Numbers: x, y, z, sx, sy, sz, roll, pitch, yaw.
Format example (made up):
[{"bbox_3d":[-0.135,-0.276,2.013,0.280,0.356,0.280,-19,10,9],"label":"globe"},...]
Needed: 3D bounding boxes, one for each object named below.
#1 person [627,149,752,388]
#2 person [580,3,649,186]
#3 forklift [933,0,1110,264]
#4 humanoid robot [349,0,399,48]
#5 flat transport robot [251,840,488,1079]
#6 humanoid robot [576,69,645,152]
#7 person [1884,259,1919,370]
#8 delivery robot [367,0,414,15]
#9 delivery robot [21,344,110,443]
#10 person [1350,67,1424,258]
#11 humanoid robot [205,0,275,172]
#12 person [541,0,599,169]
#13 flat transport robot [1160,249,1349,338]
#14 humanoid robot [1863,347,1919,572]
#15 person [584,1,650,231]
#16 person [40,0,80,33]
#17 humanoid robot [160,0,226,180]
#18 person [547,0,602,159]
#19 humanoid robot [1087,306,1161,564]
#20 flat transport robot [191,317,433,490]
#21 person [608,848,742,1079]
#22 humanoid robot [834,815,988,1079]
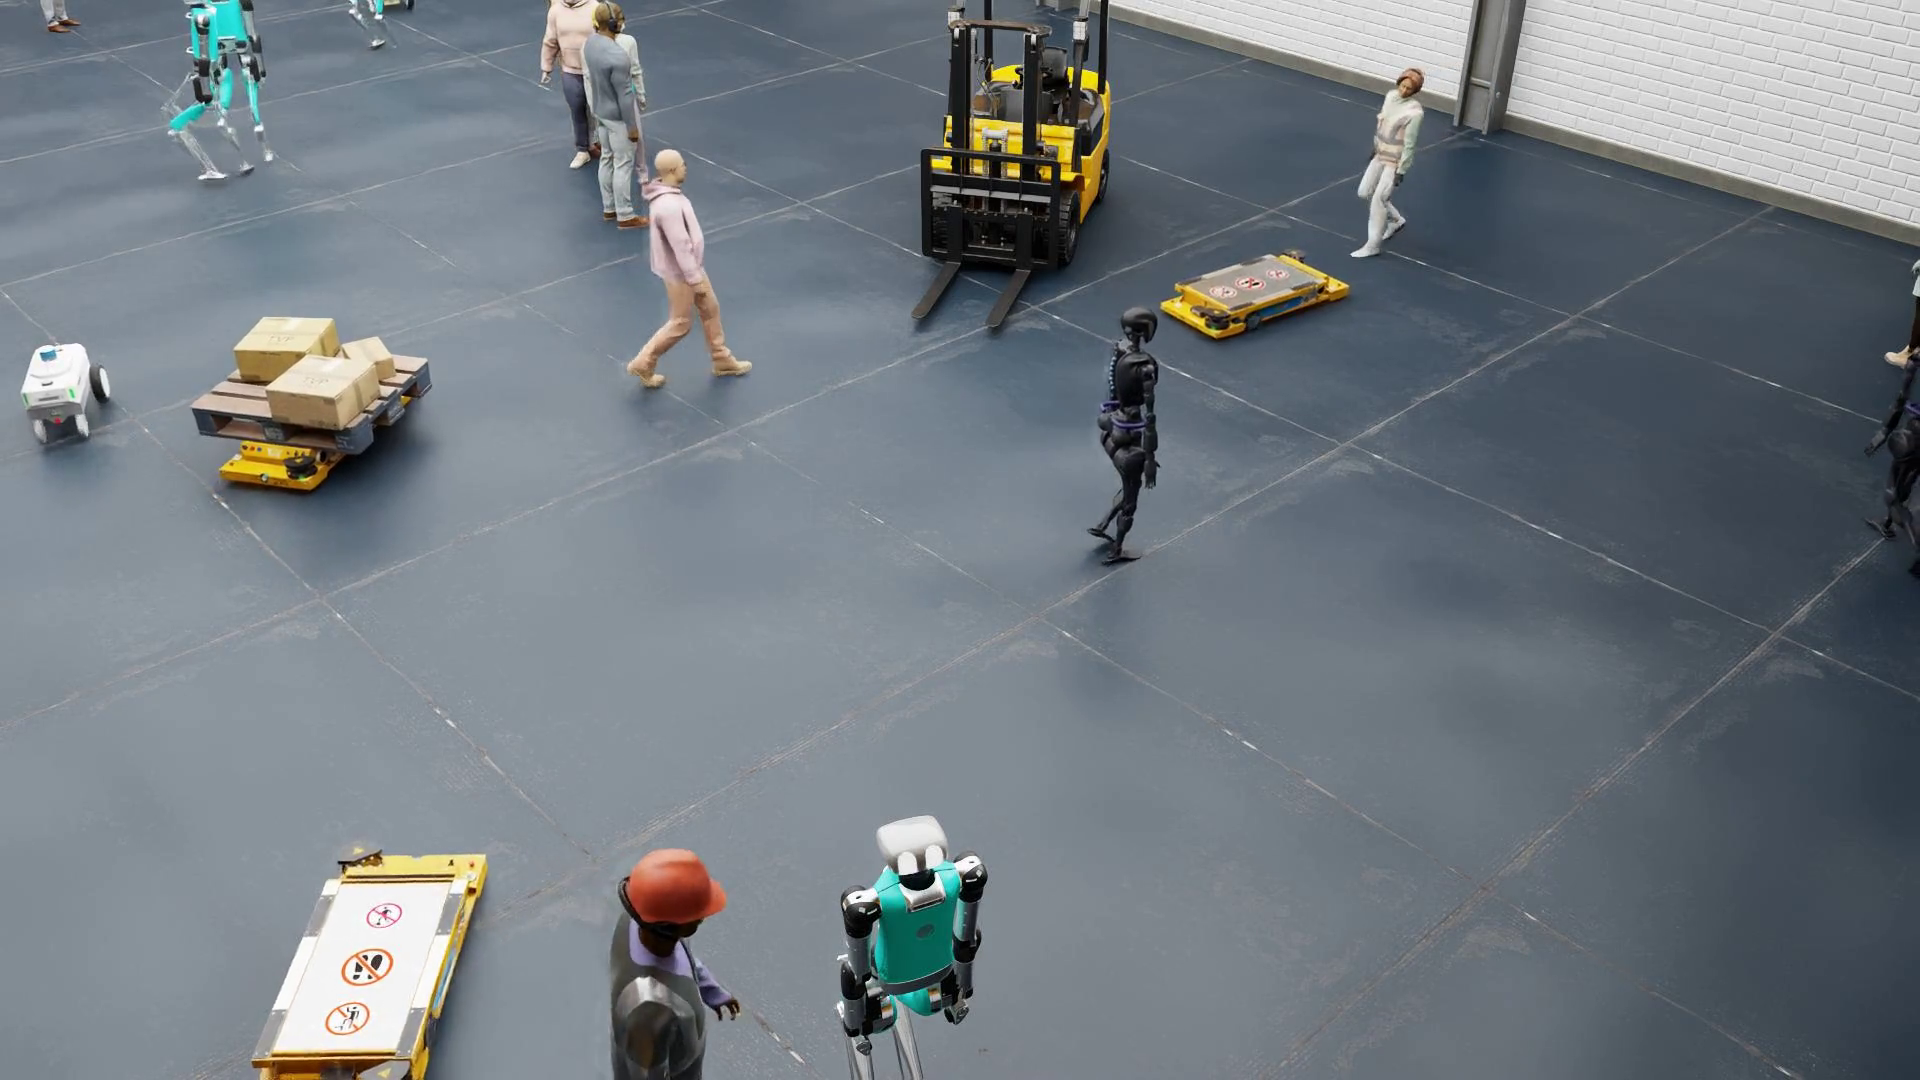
[{"bbox_3d":[-1.984,-1.898,11.735,0.844,1.741,0.525,-3,33,-4],"label":"person"},{"bbox_3d":[-3.070,-3.920,14.839,0.534,1.751,0.344,-18,37,-25],"label":"person"},{"bbox_3d":[0.570,-3.725,14.138,1.214,2.155,2.313,9,34,13],"label":"forklift"},{"bbox_3d":[-6.641,-6.307,18.536,0.548,1.822,0.665,6,34,9],"label":"humanoid robot"},{"bbox_3d":[-2.559,1.882,7.280,0.659,0.231,1.431,-1,33,-1],"label":"flat transport robot"},{"bbox_3d":[-3.374,-4.570,15.859,0.884,1.772,0.546,-19,37,-26],"label":"humanoid robot"},{"bbox_3d":[7.120,-2.033,11.986,0.538,1.695,0.319,-10,34,-15],"label":"person"},{"bbox_3d":[-7.040,-6.770,20.302,0.499,0.578,0.764,-19,38,-26],"label":"delivery robot"},{"bbox_3d":[-6.259,-1.067,11.559,0.499,0.604,0.806,-10,34,-15],"label":"delivery robot"},{"bbox_3d":[3.540,-3.115,13.724,0.468,1.606,0.542,-8,34,-12],"label":"person"},{"bbox_3d":[-6.724,-4.267,15.397,0.530,1.780,0.844,-6,34,-10],"label":"humanoid robot"},{"bbox_3d":[-3.483,-4.380,15.450,0.823,1.859,0.430,4,33,6],"label":"person"},{"bbox_3d":[2.347,-1.956,13.179,1.431,0.231,0.659,-21,38,-29],"label":"flat transport robot"},{"bbox_3d":[5.794,-0.636,9.871,0.602,1.631,0.642,-7,34,-10],"label":"humanoid robot"},{"bbox_3d":[-2.938,-3.613,14.206,0.362,1.933,0.629,-22,39,-30],"label":"person"},{"bbox_3d":[-10.632,-6.746,19.270,0.312,1.651,0.470,2,33,3],"label":"person"},{"bbox_3d":[-6.986,-4.078,15.096,0.773,1.775,0.535,-10,34,-15],"label":"humanoid robot"},{"bbox_3d":[-3.590,-4.569,15.726,0.476,1.872,0.577,6,33,9],"label":"person"},{"bbox_3d":[1.003,-0.611,9.817,0.338,1.644,0.596,-10,34,-15],"label":"humanoid robot"},{"bbox_3d":[-4.379,-0.802,11.407,0.659,0.231,1.431,7,34,11],"label":"flat transport robot"},{"bbox_3d":[-0.922,1.821,5.806,1.076,1.978,0.629,-9,34,-14],"label":"person"},{"bbox_3d":[-0.262,1.586,6.267,0.533,1.677,0.735,-14,36,-20],"label":"humanoid robot"}]
